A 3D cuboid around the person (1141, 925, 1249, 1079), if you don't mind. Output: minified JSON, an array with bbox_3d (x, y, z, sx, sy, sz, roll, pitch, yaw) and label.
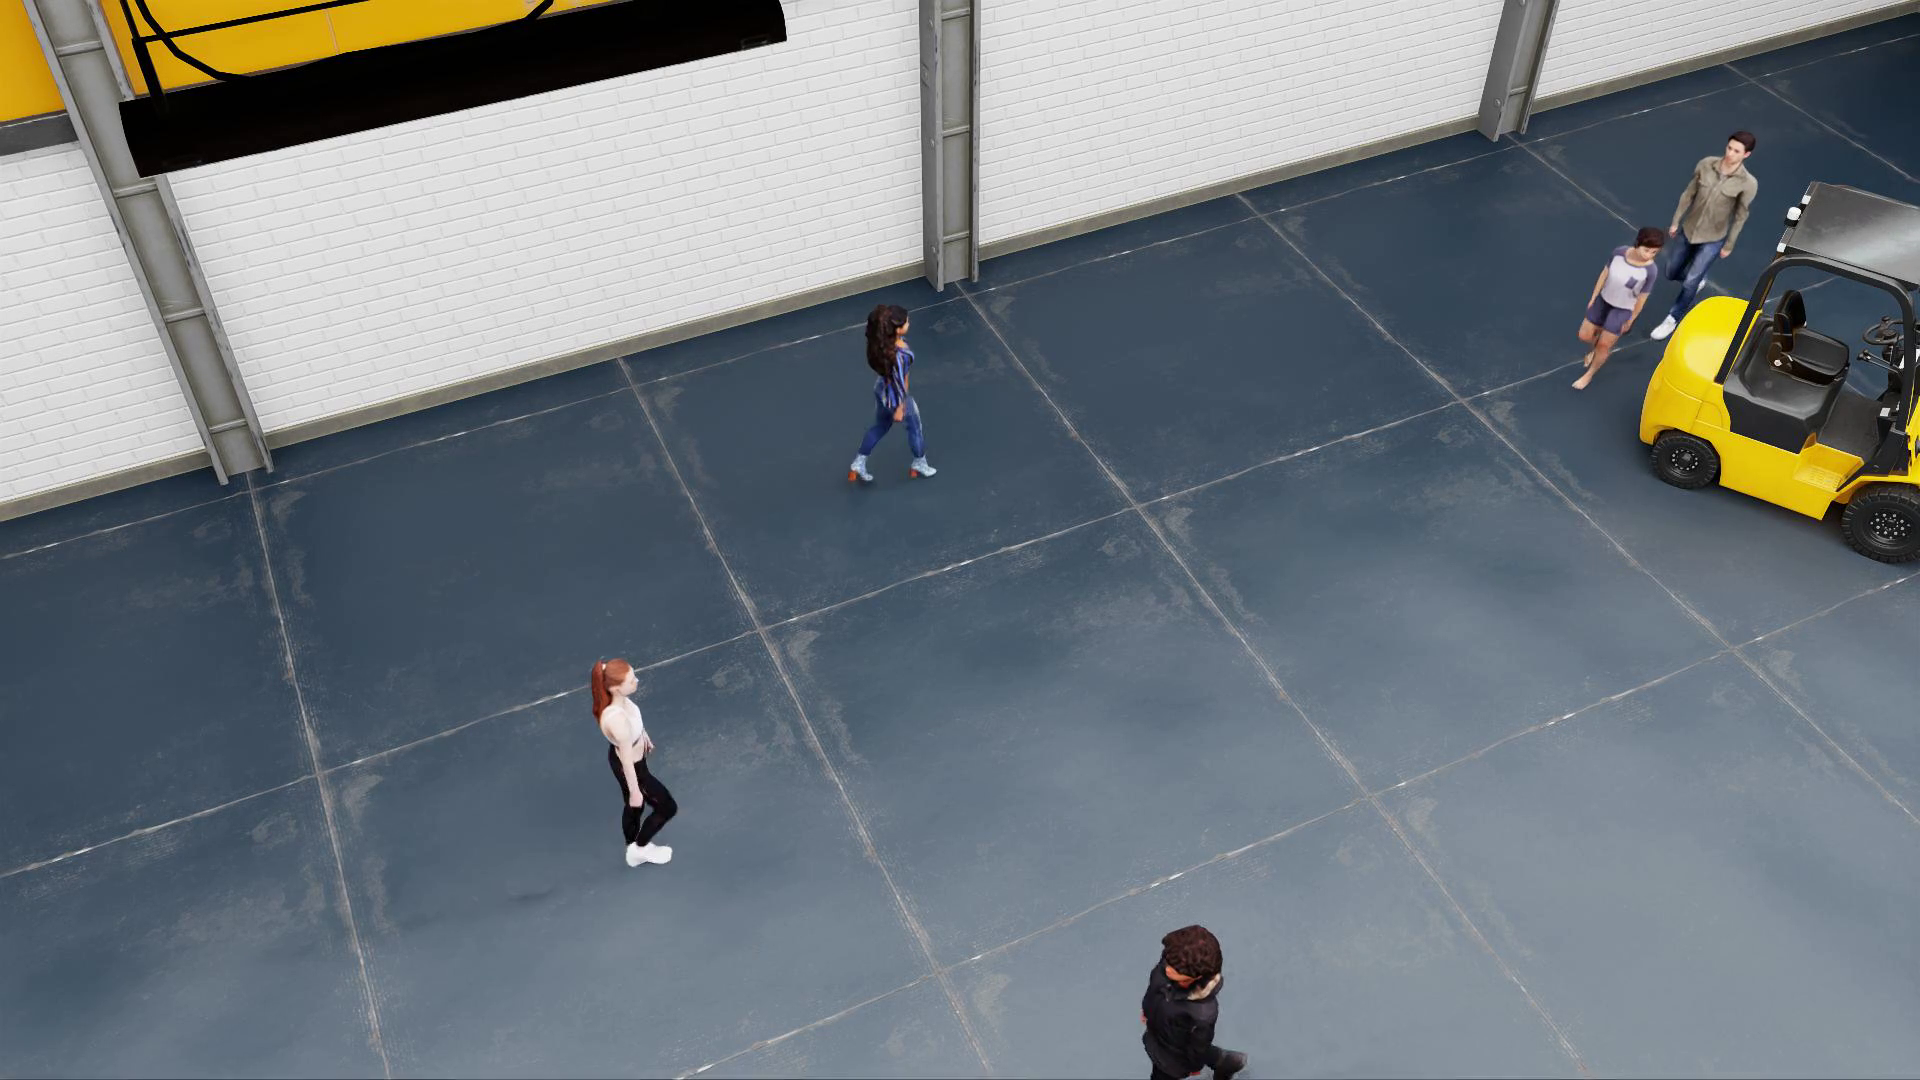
[{"bbox_3d":[1.153,2.449,8.379,1.072,1.762,0.709,-13,45,-13],"label":"person"}]

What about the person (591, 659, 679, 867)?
[{"bbox_3d":[-1.979,1.330,9.573,0.629,1.736,0.648,-10,45,-11],"label":"person"}]

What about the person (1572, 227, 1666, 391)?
[{"bbox_3d":[5.194,-1.856,13.061,0.721,1.538,0.669,-25,49,-24],"label":"person"}]

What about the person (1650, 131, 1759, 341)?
[{"bbox_3d":[6.093,-2.517,13.524,1.005,1.856,0.834,-29,51,-27],"label":"person"}]

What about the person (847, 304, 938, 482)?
[{"bbox_3d":[-0.562,-1.037,12.157,0.903,1.599,0.618,-16,46,-16],"label":"person"}]
